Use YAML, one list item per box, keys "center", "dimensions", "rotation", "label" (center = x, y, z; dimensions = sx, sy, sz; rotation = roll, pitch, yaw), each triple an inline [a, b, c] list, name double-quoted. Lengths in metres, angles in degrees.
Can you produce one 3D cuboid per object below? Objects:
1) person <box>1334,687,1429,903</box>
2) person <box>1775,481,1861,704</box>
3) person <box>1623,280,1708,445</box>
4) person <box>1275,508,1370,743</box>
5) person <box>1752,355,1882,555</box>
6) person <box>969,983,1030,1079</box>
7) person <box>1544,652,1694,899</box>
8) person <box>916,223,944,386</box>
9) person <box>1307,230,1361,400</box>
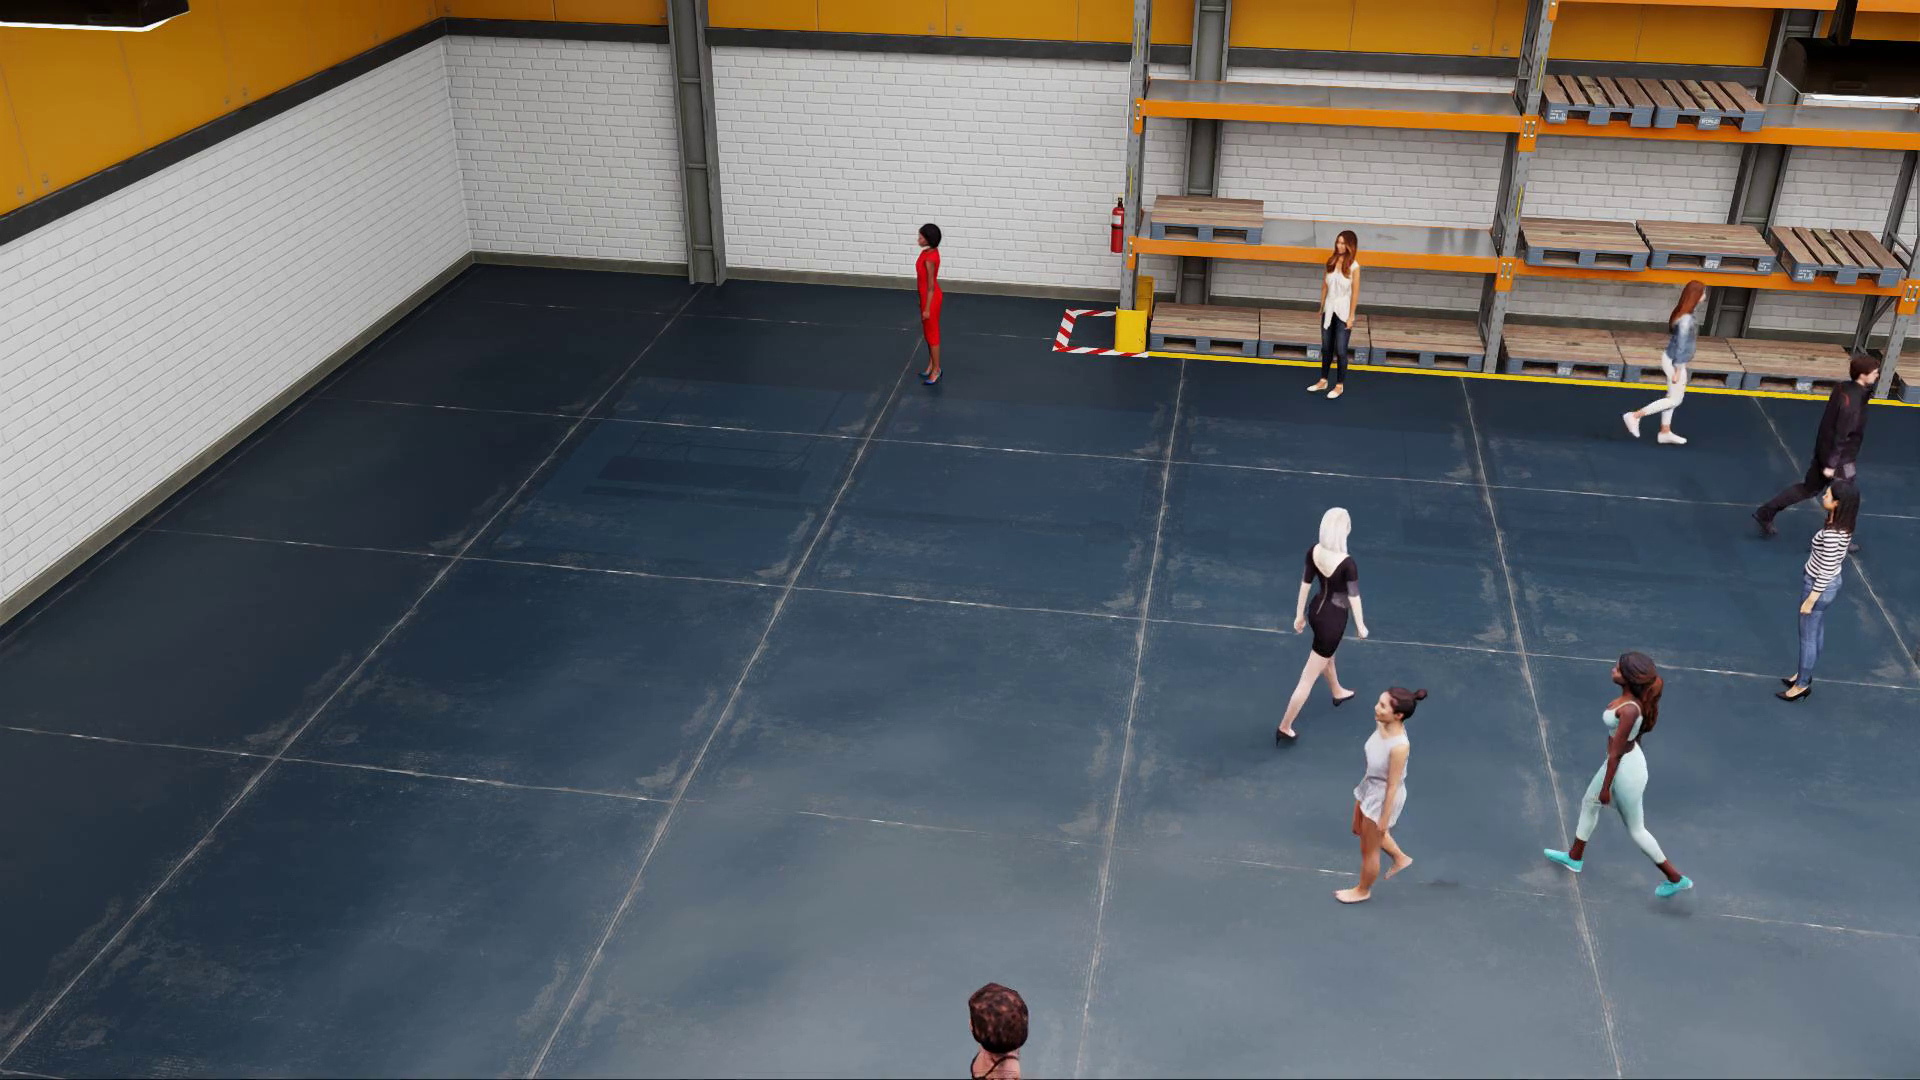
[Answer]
- center: [2.670, 1.574, 10.265]
  dimensions: [0.774, 1.596, 0.646]
  rotation: [0, 29, -1]
  label: "person"
- center: [6.322, 0.383, 12.240]
  dimensions: [0.665, 1.795, 0.664]
  rotation: [20, 34, 32]
  label: "person"
- center: [6.886, -1.721, 16.208]
  dimensions: [0.899, 1.688, 0.691]
  rotation: [9, 30, 16]
  label: "person"
- center: [2.520, 0.657, 11.751]
  dimensions: [1.168, 1.781, 1.093]
  rotation: [-18, 33, -29]
  label: "person"
- center: [7.405, -0.740, 14.283]
  dimensions: [1.106, 1.810, 0.731]
  rotation: [6, 29, 10]
  label: "person"
- center: [0.272, 2.826, 7.804]
  dimensions: [1.132, 1.754, 0.764]
  rotation: [-3, 29, -5]
  label: "person"
- center: [4.197, 1.497, 10.314]
  dimensions: [1.196, 1.684, 0.867]
  rotation: [17, 33, 28]
  label: "person"
- center: [-0.314, -2.503, 17.581]
  dimensions: [0.587, 1.747, 0.620]
  rotation: [-3, 29, -6]
  label: "person"
- center: [3.934, -2.348, 17.258]
  dimensions: [0.722, 1.785, 0.649]
  rotation: [-21, 35, -33]
  label: "person"
